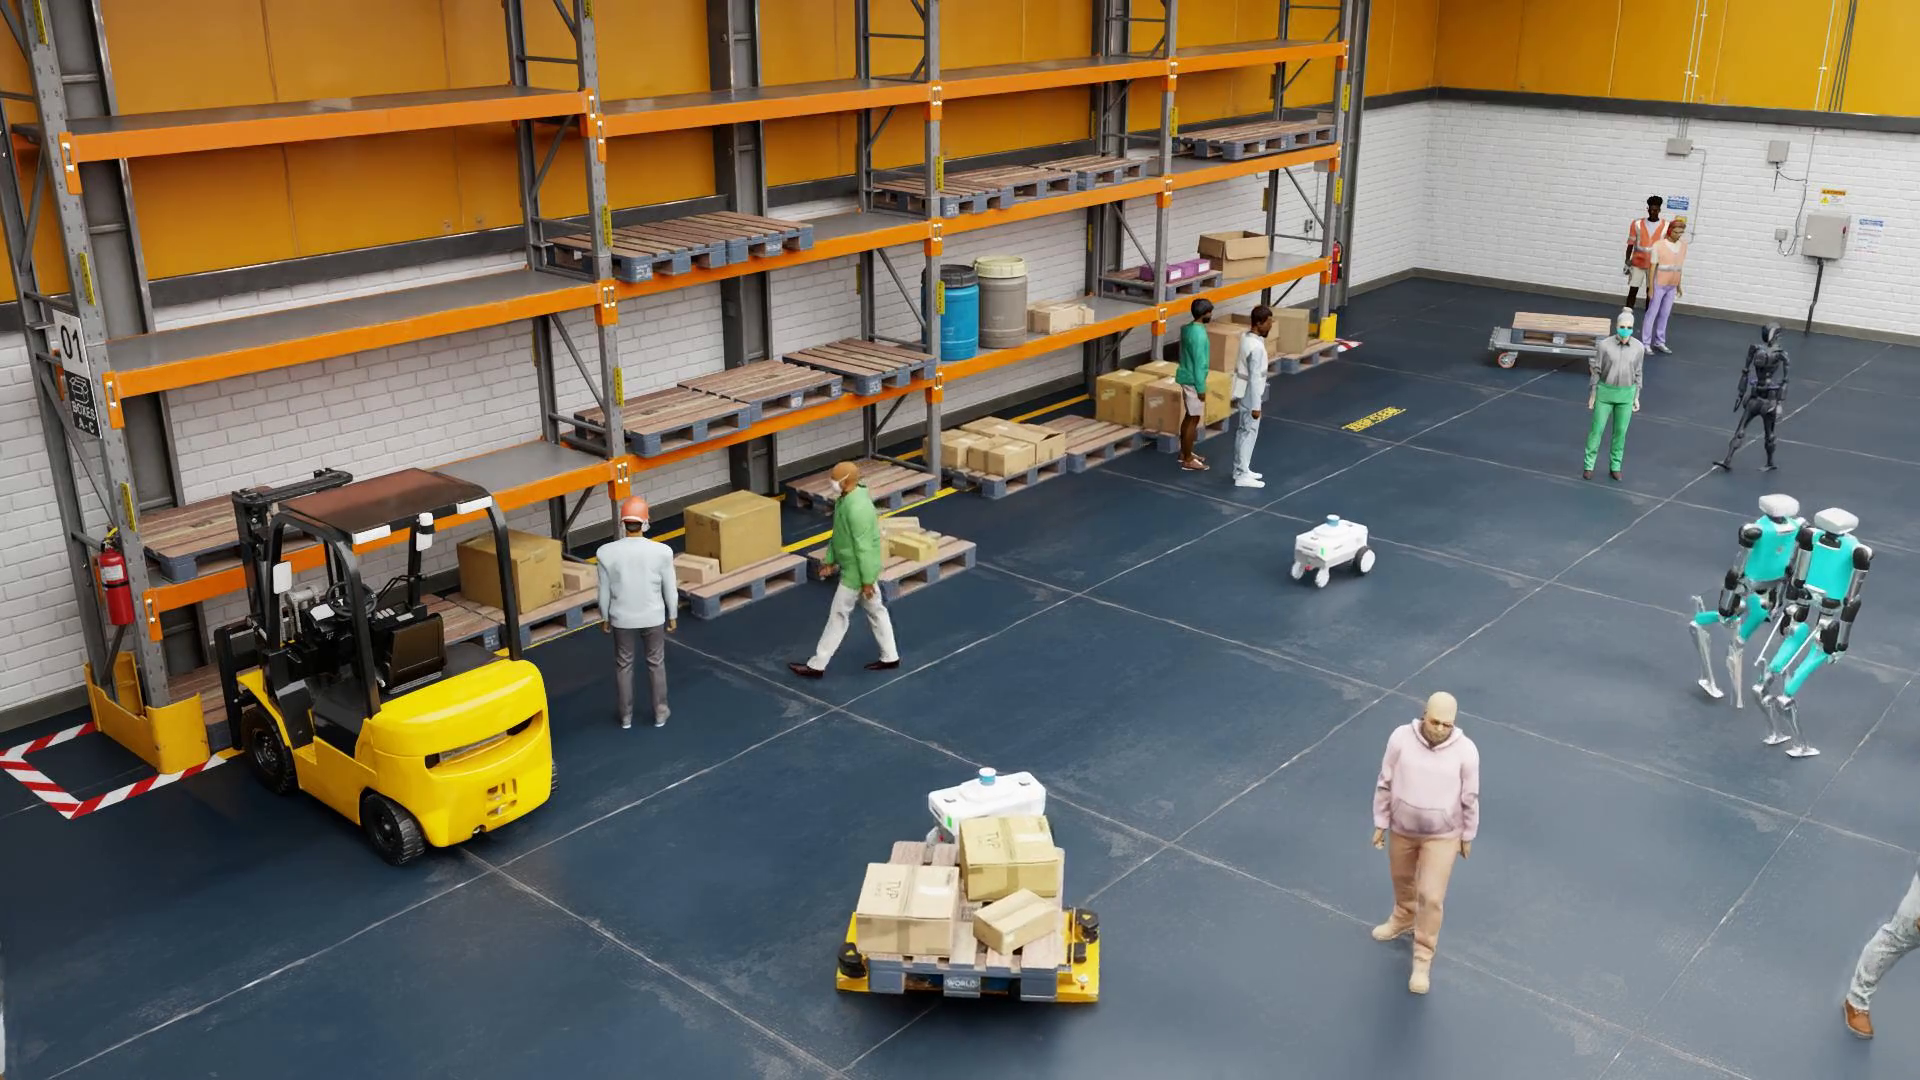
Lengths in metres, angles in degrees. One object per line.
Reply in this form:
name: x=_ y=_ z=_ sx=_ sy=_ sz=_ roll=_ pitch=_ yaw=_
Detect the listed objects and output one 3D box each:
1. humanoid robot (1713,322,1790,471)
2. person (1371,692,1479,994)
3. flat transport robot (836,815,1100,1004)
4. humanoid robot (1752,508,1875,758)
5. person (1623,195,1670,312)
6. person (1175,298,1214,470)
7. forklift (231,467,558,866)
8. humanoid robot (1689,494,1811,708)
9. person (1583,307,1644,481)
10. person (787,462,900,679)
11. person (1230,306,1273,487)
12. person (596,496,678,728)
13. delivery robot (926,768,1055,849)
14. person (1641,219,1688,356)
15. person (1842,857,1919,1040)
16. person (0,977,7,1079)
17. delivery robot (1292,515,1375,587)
humanoid robot: x=8.473 y=-1.493 z=17.607 sx=0.757 sy=1.632 sz=0.600 roll=-9 pitch=22 yaw=-23
person: x=2.568 y=1.574 z=9.165 sx=0.547 sy=1.748 sz=0.670 roll=11 pitch=23 yaw=27
flat transport robot: x=0.063 y=2.295 z=9.332 sx=1.431 sy=0.231 sz=0.659 roll=2 pitch=20 yaw=5
humanoid robot: x=5.837 y=0.662 z=11.576 sx=0.668 sy=1.758 sz=0.530 roll=-10 pitch=22 yaw=-25
person: x=9.838 y=-3.956 z=23.823 sx=0.611 sy=1.963 sz=0.362 roll=9 pitch=22 yaw=22
person: x=2.498 y=-1.677 z=17.831 sx=0.394 sy=1.843 sz=0.501 roll=-1 pitch=20 yaw=-3
forklift: x=-3.730 y=0.710 z=10.856 sx=2.313 sy=2.155 sz=1.214 roll=17 pitch=26 yaw=38
humanoid robot: x=5.731 y=0.451 z=12.304 sx=0.530 sy=1.819 sz=0.801 roll=-5 pitch=21 yaw=-13
person: x=6.857 y=-1.526 z=17.418 sx=0.523 sy=1.839 sz=0.325 roll=3 pitch=20 yaw=8
person: x=-0.889 y=0.236 z=12.786 sx=0.911 sy=1.732 sz=0.529 roll=-2 pitch=20 yaw=-5
person: x=3.011 y=-1.485 z=17.217 sx=0.409 sy=1.908 sz=0.596 roll=0 pitch=20 yaw=-1
person: x=-2.316 y=0.524 z=12.008 sx=0.571 sy=1.739 sz=0.347 roll=-3 pitch=20 yaw=-9
delivery robot: x=0.175 y=1.713 z=10.468 sx=0.759 sy=0.575 sz=0.499 roll=-9 pitch=22 yaw=-23
person: x=9.564 y=-3.438 z=22.599 sx=0.562 sy=1.838 sz=0.389 roll=-8 pitch=22 yaw=-20
person: x=5.086 y=1.795 z=8.369 sx=0.714 sy=1.876 sz=0.976 roll=-10 pitch=22 yaw=-24
person: x=-4.534 y=2.096 z=7.368 sx=0.598 sy=2.011 sz=0.605 roll=13 pitch=24 yaw=32
delivery robot: x=3.355 y=0.073 z=14.959 sx=0.784 sy=0.608 sz=0.499 roll=-17 pitch=26 yaw=-39
